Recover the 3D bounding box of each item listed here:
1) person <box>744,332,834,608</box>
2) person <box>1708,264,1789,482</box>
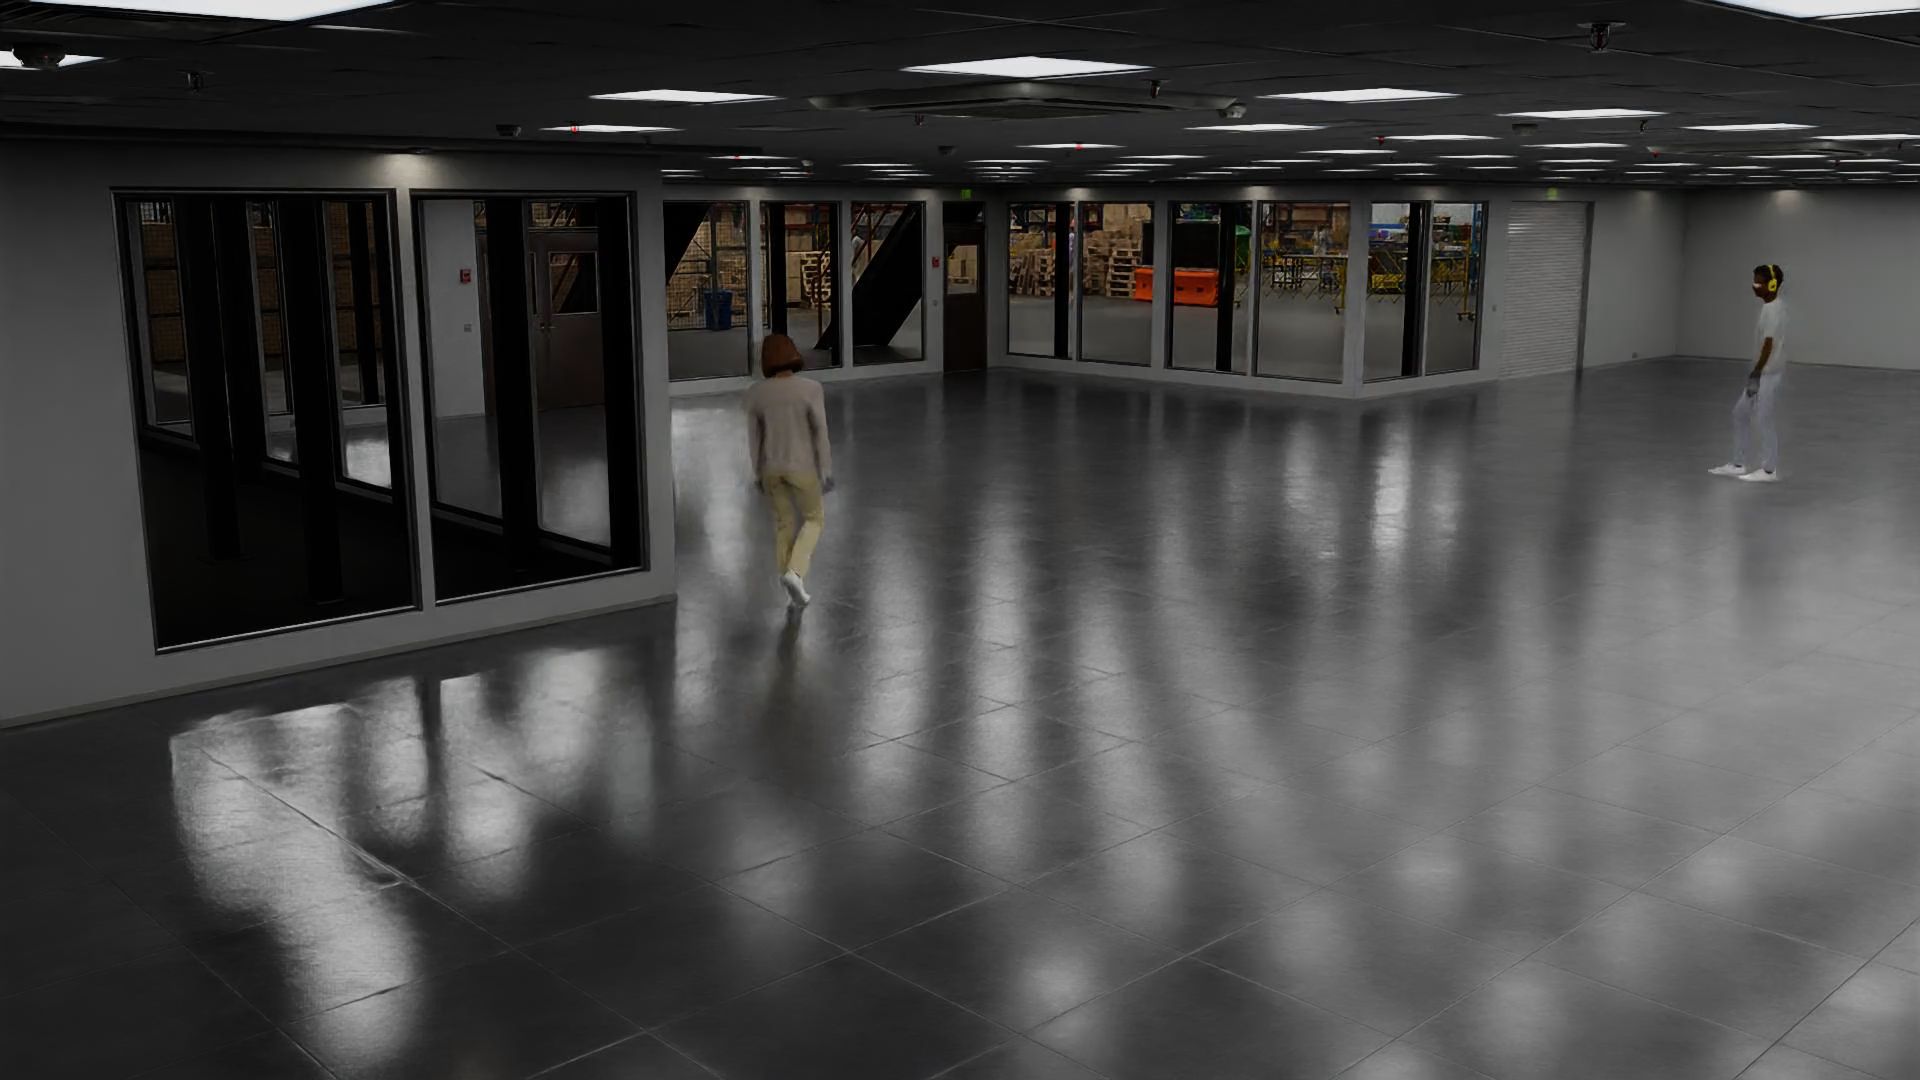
[{"bbox_3d":[-1.001,-0.387,9.613,0.539,1.614,0.413,3,12,16],"label":"person"},{"bbox_3d":[6.718,-1.408,14.154,0.643,1.851,0.568,4,12,19],"label":"person"}]
